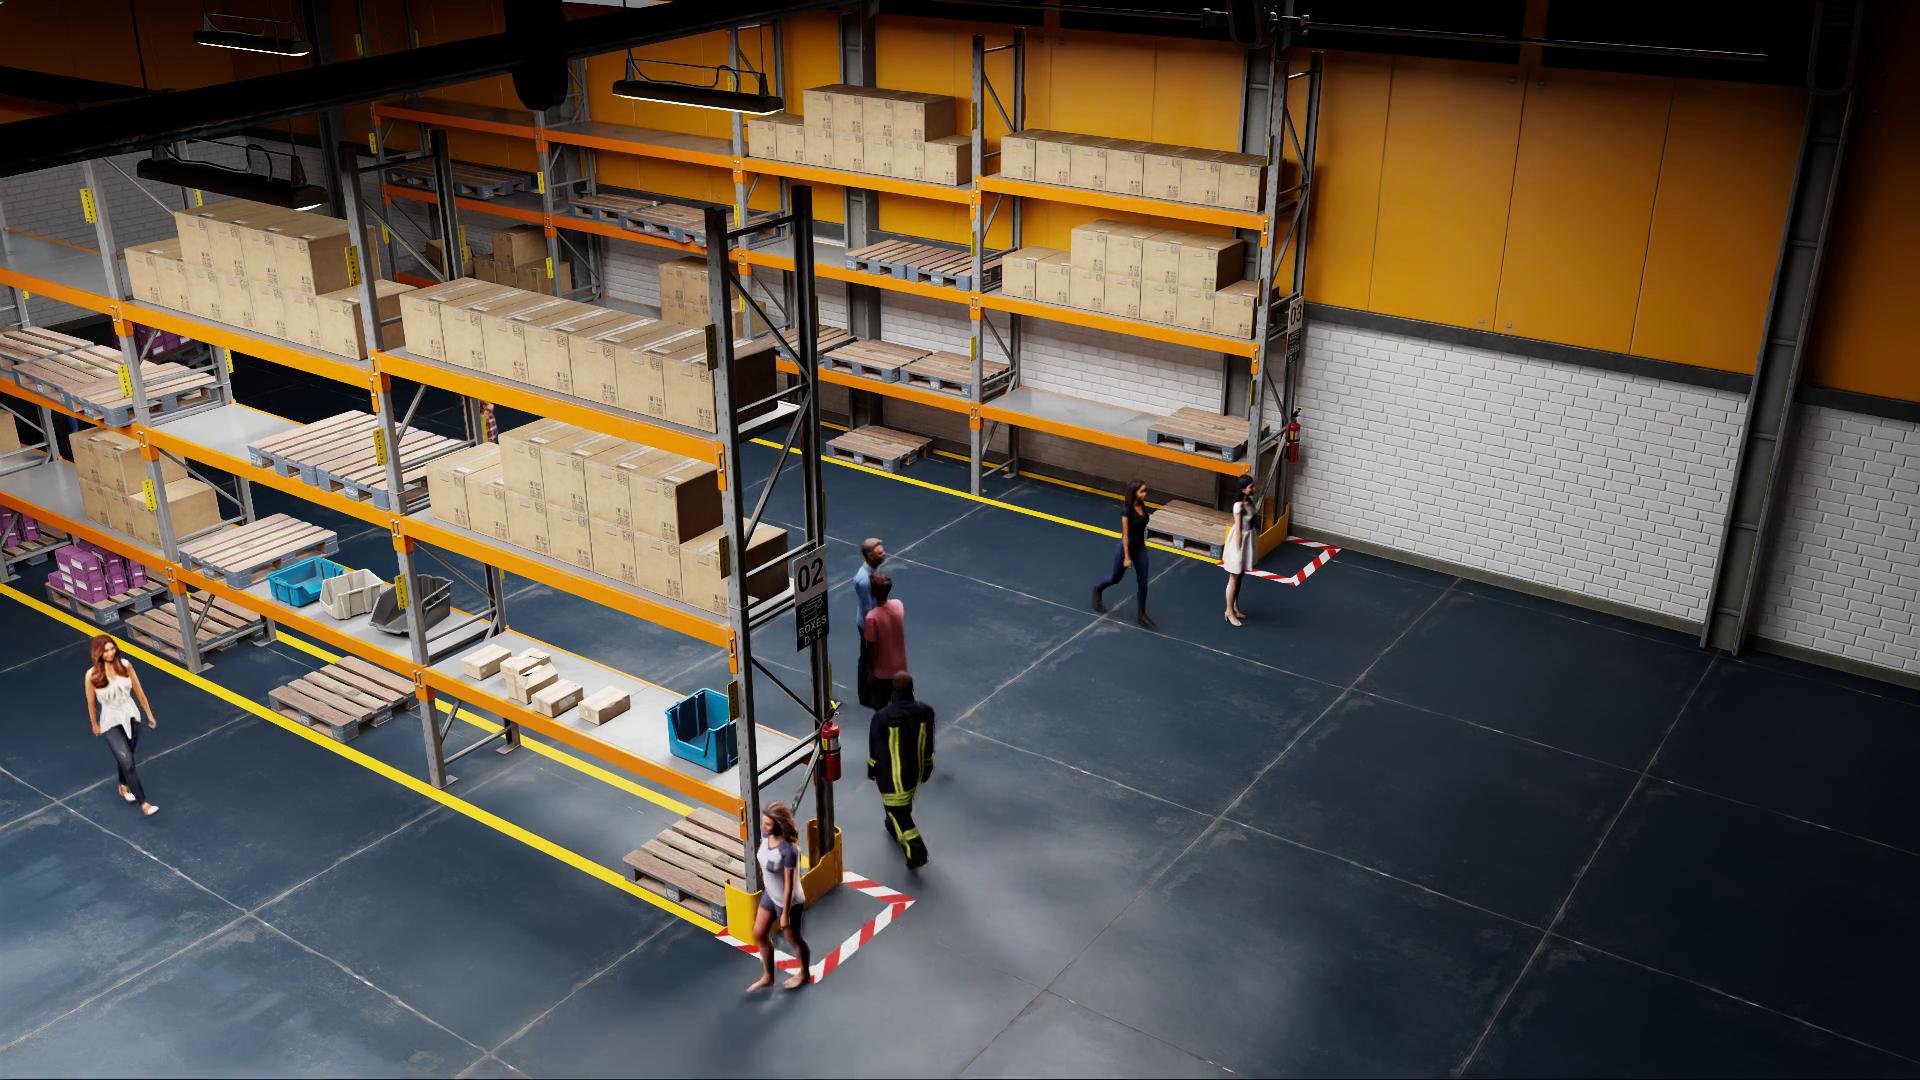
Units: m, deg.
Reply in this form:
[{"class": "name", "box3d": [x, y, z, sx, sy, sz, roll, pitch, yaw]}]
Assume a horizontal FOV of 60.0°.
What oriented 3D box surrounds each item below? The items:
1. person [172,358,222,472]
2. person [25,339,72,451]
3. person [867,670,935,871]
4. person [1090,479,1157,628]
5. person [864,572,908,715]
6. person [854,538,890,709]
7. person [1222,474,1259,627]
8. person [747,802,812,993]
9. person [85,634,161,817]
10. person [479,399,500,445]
[{"class": "person", "box3d": [-10.718, -1.707, 22.964, 1.019, 1.636, 0.821, 9, 25, 20]}, {"class": "person", "box3d": [-12.930, -1.998, 23.575, 1.029, 1.681, 1.127, -11, 26, -23]}, {"class": "person", "box3d": [-0.482, 1.988, 14.316, 1.032, 1.794, 1.281, -14, 27, -29]}, {"class": "person", "box3d": [1.843, 0.120, 18.695, 0.711, 1.708, 1.170, -21, 31, -40]}, {"class": "person", "box3d": [-0.627, 1.241, 15.838, 0.887, 1.942, 0.717, 22, 32, 40]}, {"class": "person", "box3d": [-0.915, 0.815, 16.974, 0.729, 1.814, 0.740, 3, 24, 7]}, {"class": "person", "box3d": [3.150, 0.099, 18.661, 0.688, 1.775, 0.692, 10, 26, 23]}, {"class": "person", "box3d": [-1.278, 2.717, 12.754, 0.843, 1.709, 0.800, -15, 28, -30]}, {"class": "person", "box3d": [-7.696, 1.648, 15.151, 1.049, 1.747, 0.591, 17, 29, 33]}, {"class": "person", "box3d": [-6.471, -1.344, 22.583, 0.962, 1.276, 0.782, 3, 24, 7]}]
